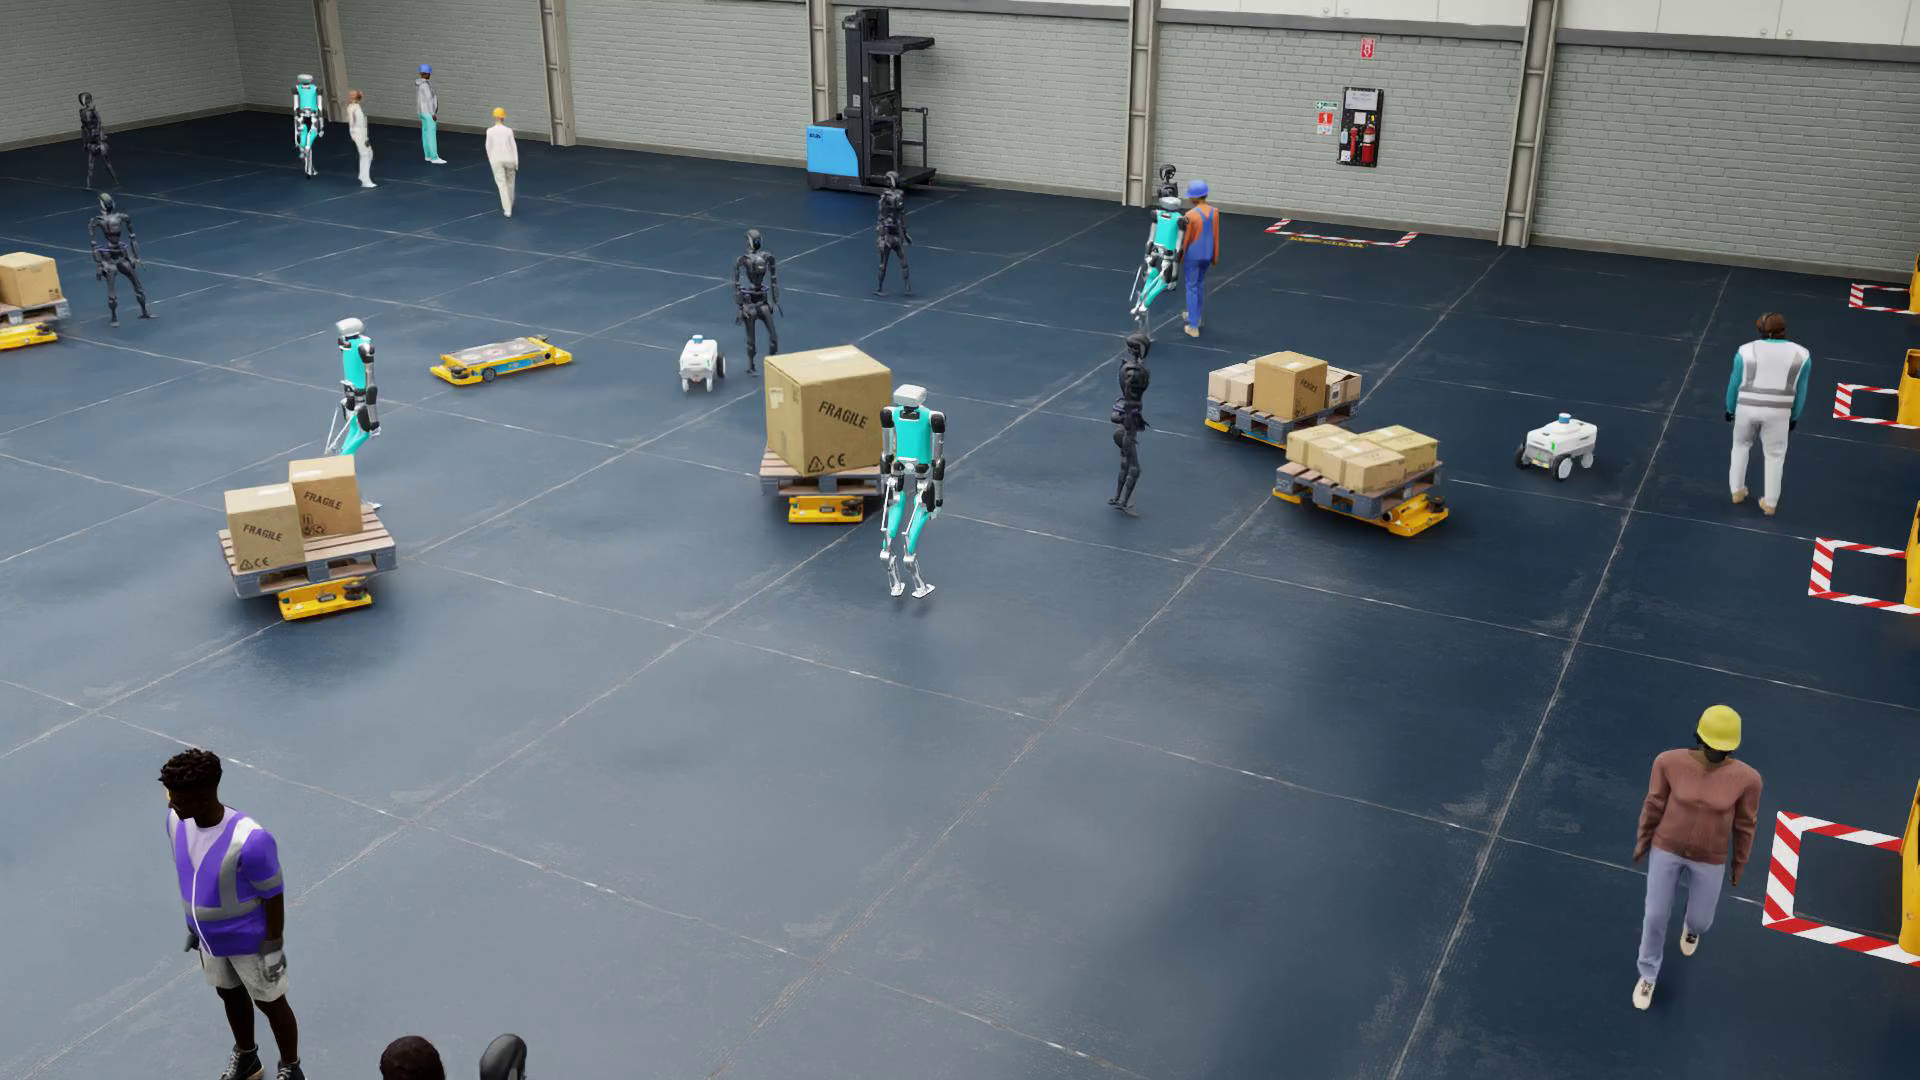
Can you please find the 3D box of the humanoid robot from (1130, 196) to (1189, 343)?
[{"bbox_3d":[2.252,-3.055,19.550,0.750,1.881,0.531,-21,31,-40],"label":"humanoid robot"}]

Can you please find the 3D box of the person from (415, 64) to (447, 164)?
[{"bbox_3d":[-9.712,-7.780,30.376,0.361,1.771,0.528,-15,28,-32],"label":"person"}]

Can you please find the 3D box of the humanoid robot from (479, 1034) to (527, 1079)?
[{"bbox_3d":[-1.705,2.547,6.471,0.614,1.644,0.417,1,23,2],"label":"humanoid robot"}]

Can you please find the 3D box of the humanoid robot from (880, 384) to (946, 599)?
[{"bbox_3d":[-0.440,-0.315,12.866,0.533,1.677,0.735,8,24,18],"label":"humanoid robot"}]

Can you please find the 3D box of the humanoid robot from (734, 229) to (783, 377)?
[{"bbox_3d":[-2.268,-2.631,18.497,0.586,1.642,0.357,-19,29,-36],"label":"humanoid robot"}]

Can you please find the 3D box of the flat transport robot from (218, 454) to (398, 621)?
[{"bbox_3d":[-5.293,0.257,13.563,0.659,0.231,1.431,-12,26,-26],"label":"flat transport robot"}]

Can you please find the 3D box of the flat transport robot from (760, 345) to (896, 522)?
[{"bbox_3d":[-1.189,-0.503,15.333,0.659,0.231,1.431,-1,23,-1],"label":"flat transport robot"}]

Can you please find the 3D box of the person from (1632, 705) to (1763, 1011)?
[{"bbox_3d":[3.786,1.581,8.610,0.547,1.746,0.596,11,26,25],"label":"person"}]

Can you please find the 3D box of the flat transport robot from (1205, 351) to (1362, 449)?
[{"bbox_3d":[3.270,-1.141,16.818,0.659,0.231,1.431,-19,30,-37],"label":"flat transport robot"}]

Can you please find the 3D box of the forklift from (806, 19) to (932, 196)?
[{"bbox_3d":[-1.573,-7.292,27.850,1.873,2.768,1.129,12,26,25],"label":"forklift"}]

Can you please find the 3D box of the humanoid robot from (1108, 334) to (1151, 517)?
[{"bbox_3d":[1.511,-1.048,14.828,0.336,1.646,0.586,6,24,14],"label":"humanoid robot"}]

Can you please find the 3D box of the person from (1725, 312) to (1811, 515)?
[{"bbox_3d":[7.173,-1.136,14.876,0.631,1.811,0.501,9,25,20],"label":"person"}]

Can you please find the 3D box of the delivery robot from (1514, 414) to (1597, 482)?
[{"bbox_3d":[5.748,-0.927,15.918,0.738,0.563,0.499,-16,28,-32],"label":"delivery robot"}]

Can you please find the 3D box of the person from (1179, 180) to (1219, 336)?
[{"bbox_3d":[2.797,-3.455,20.182,0.569,1.869,0.727,-12,26,-26],"label":"person"}]

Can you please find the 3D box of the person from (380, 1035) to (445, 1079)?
[{"bbox_3d":[-1.809,2.606,6.048,0.678,1.883,0.456,-3,23,-6],"label":"person"}]

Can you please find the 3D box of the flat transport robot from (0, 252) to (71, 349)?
[{"bbox_3d":[-11.568,-2.594,20.203,0.659,0.231,1.431,-20,30,-39],"label":"flat transport robot"}]

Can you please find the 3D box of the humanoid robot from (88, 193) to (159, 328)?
[{"bbox_3d":[-10.328,-3.459,20.441,0.323,1.635,0.645,18,29,35],"label":"humanoid robot"}]

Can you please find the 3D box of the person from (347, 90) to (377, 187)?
[{"bbox_3d":[-10.201,-6.843,28.362,0.374,1.626,0.555,-14,27,-30],"label":"person"}]

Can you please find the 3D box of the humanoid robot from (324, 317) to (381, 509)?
[{"bbox_3d":[-5.458,-1.018,14.731,0.677,1.840,0.541,-20,30,-39],"label":"humanoid robot"}]

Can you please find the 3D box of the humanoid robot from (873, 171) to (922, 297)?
[{"bbox_3d":[-0.838,-3.965,21.620,0.641,1.637,0.602,15,28,31],"label":"humanoid robot"}]

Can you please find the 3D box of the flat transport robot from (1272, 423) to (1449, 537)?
[{"bbox_3d":[3.611,-0.379,15.046,1.431,0.231,0.659,21,31,40],"label":"flat transport robot"}]

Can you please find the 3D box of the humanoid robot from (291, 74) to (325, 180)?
[{"bbox_3d":[-11.444,-7.167,29.036,0.546,1.775,0.984,0,23,-1],"label":"humanoid robot"}]

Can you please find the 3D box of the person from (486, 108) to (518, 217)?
[{"bbox_3d":[-7.262,-6.006,26.379,0.455,1.651,0.837,-9,25,-21],"label":"person"}]

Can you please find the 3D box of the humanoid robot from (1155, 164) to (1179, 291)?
[{"bbox_3d":[2.729,-4.137,21.991,0.315,1.657,0.599,-2,23,-4],"label":"humanoid robot"}]

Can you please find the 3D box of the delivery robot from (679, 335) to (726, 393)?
[{"bbox_3d":[-2.878,-1.971,18.386,0.499,0.592,0.774,-1,23,-1],"label":"delivery robot"}]

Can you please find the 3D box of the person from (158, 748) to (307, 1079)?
[{"bbox_3d":[-3.394,1.826,7.767,0.606,1.963,0.373,10,25,23],"label":"person"}]

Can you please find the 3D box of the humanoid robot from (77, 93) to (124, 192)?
[{"bbox_3d":[-14.570,-6.670,27.946,0.603,1.631,0.728,14,27,29],"label":"humanoid robot"}]

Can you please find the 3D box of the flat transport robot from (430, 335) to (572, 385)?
[{"bbox_3d":[-5.221,-2.050,18.934,1.431,0.231,0.659,-19,30,-38],"label":"flat transport robot"}]
